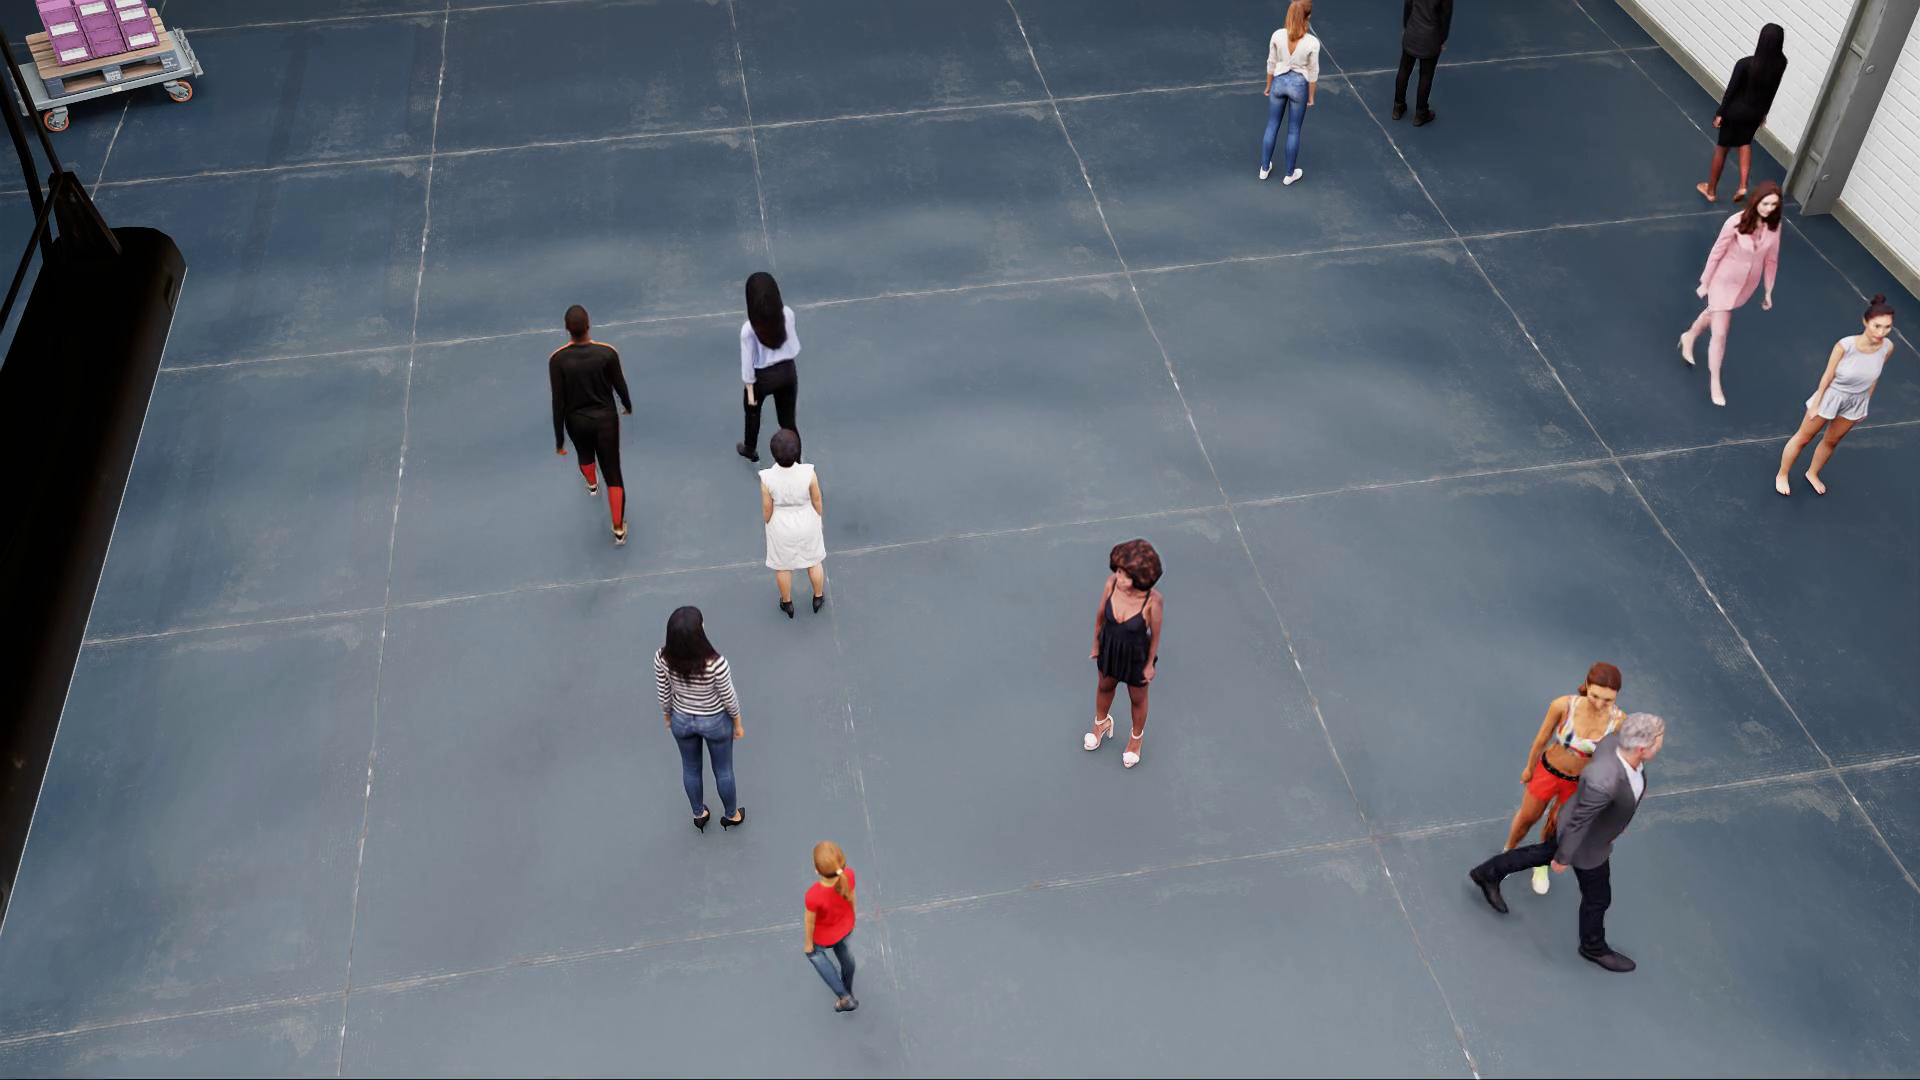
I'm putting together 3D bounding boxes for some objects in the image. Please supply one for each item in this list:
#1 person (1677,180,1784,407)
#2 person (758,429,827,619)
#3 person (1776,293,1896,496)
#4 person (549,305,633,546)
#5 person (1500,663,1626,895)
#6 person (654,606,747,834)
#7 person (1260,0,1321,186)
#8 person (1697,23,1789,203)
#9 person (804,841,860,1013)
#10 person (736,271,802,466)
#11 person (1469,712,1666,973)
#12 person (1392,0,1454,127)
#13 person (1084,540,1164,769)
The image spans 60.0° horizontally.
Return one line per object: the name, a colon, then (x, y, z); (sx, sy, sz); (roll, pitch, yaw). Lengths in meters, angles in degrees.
person: (5.824, -1.972, 12.615); (0.685, 1.752, 1.111); (-4, 44, -4)
person: (-1.078, -0.099, 10.791); (0.553, 1.556, 0.514); (-8, 44, -9)
person: (6.191, -0.995, 11.694); (0.597, 1.608, 0.556); (-1, 44, -1)
person: (-2.490, -0.728, 11.296); (0.708, 1.770, 1.067); (-8, 44, -9)
person: (3.327, 1.291, 9.156); (0.668, 1.799, 0.675); (12, 45, 12)
person: (-1.467, 1.041, 9.421); (0.656, 1.795, 0.607); (6, 44, 6)
person: (2.919, -3.980, 14.747); (0.687, 1.720, 0.713); (19, 47, 19)
person: (6.819, -3.635, 14.391); (0.653, 1.710, 0.826); (-4, 44, -5)
person: (-0.629, 2.072, 8.699); (0.612, 1.298, 0.674); (-30, 51, -28)
person: (-1.261, -1.049, 11.673); (0.879, 1.715, 1.035); (-27, 50, -25)
person: (3.276, 1.530, 8.917); (1.301, 1.783, 1.262); (26, 49, 24)
person: (4.320, -4.716, 15.479); (0.713, 1.775, 0.789); (31, 52, 29)
person: (0.982, 0.672, 9.814); (0.660, 1.788, 0.712); (23, 48, 22)
